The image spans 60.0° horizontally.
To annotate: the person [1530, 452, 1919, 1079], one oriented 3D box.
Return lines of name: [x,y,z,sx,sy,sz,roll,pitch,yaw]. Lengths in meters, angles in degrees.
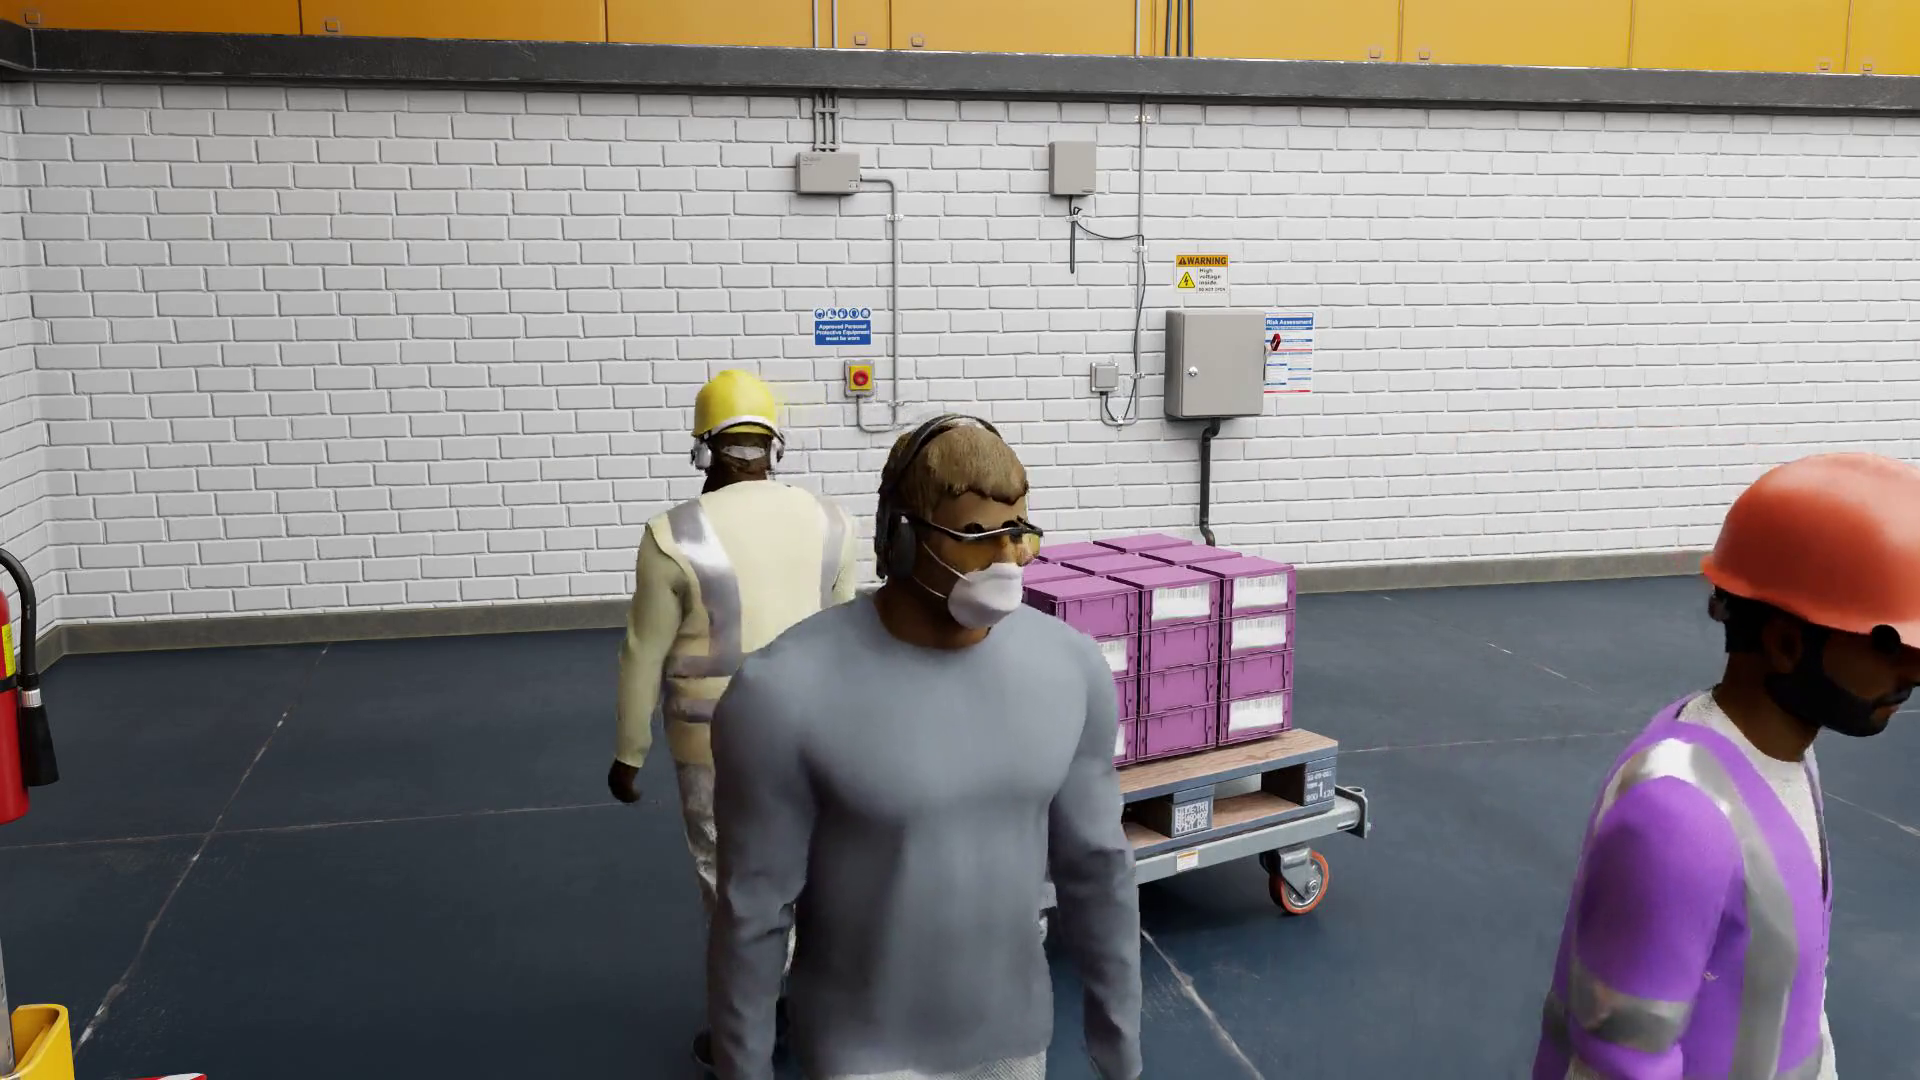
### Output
person: [0.993,0.830,2.066,0.983,1.882,0.598,6,12,31]

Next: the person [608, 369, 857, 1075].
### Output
person: [-0.556,0.480,4.210,0.615,1.807,0.424,-9,14,-42]

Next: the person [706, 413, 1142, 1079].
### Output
person: [0.010,0.773,2.377,0.644,1.885,1.014,-6,12,-29]
